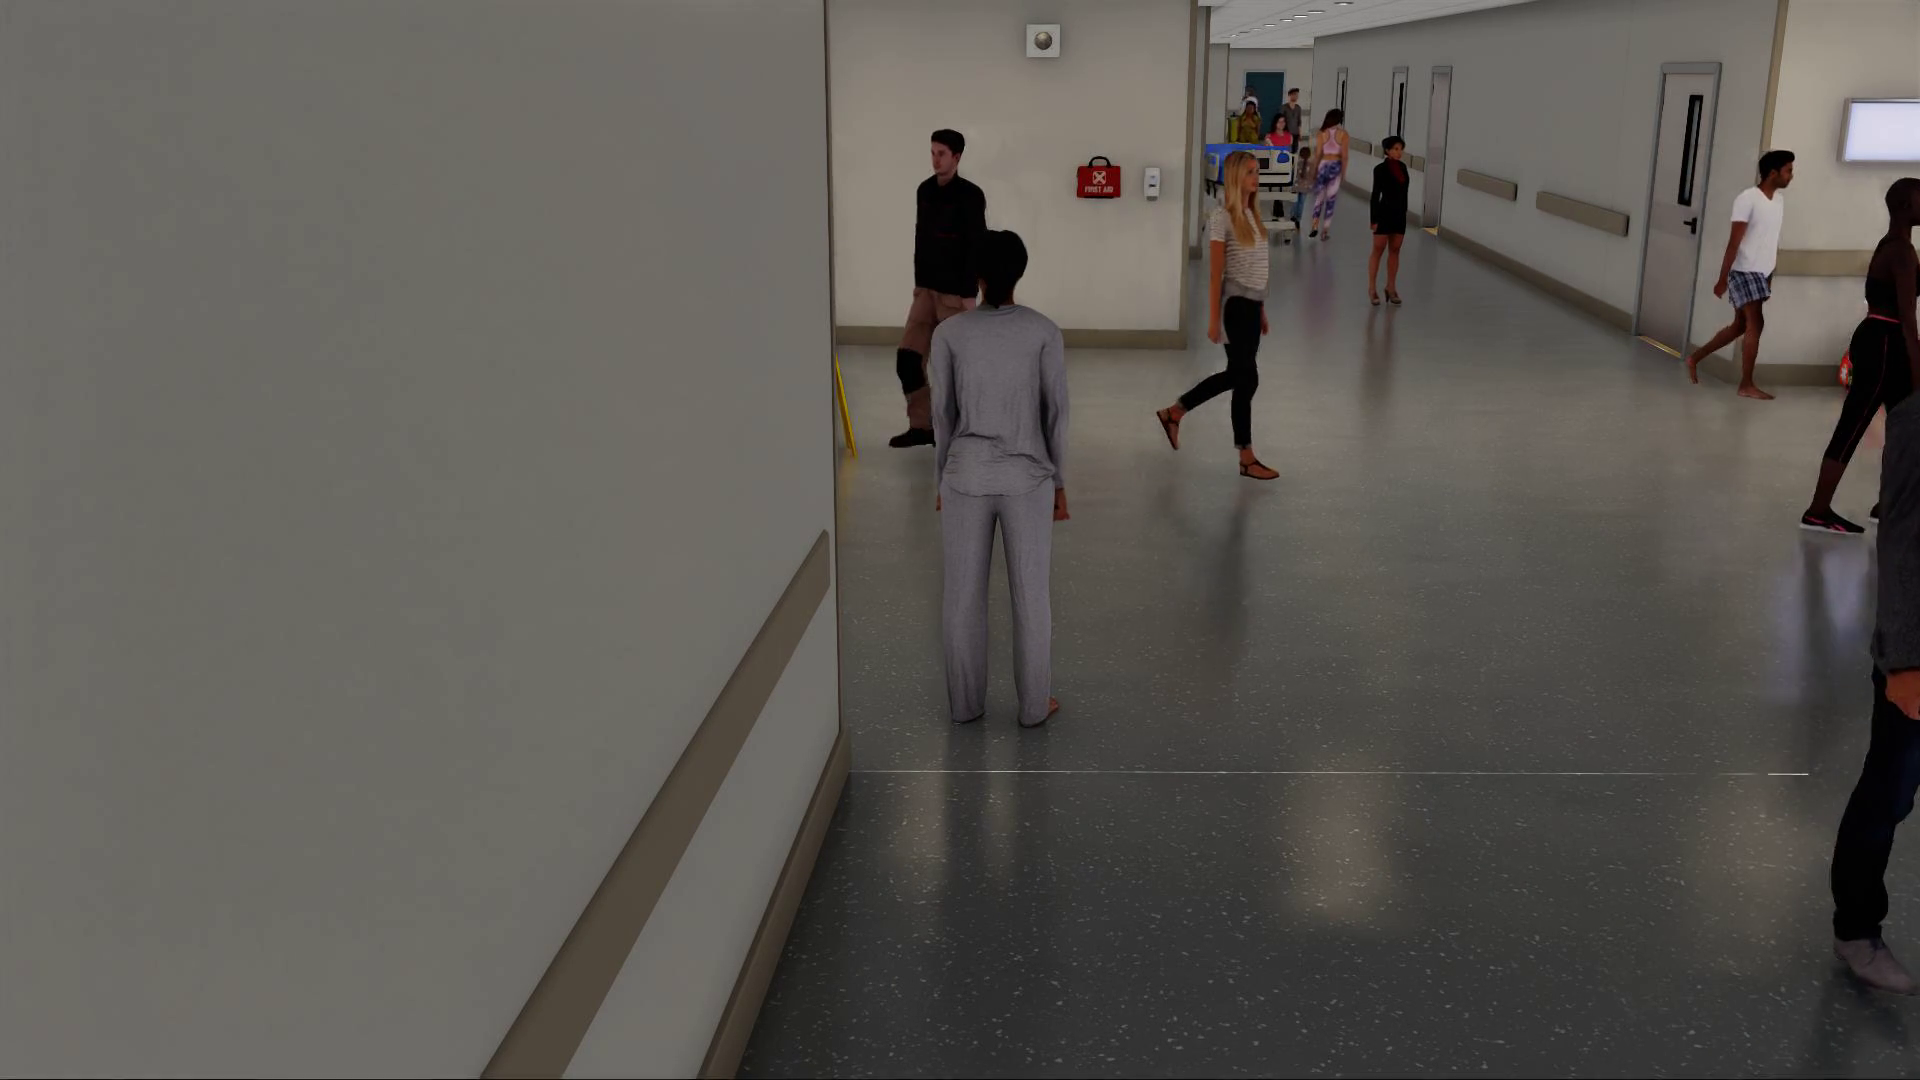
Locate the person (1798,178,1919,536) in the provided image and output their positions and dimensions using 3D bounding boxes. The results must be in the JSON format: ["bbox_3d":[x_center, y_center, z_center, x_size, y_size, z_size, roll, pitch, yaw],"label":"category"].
[{"bbox_3d":[4.383,-0.871,8.139,0.922,1.739,0.774,8,17,25],"label":"person"}]

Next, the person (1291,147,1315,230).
[{"bbox_3d":[4.959,-5.111,24.223,0.501,1.171,0.606,3,16,11],"label":"person"}]

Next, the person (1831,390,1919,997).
[{"bbox_3d":[2.337,0.251,3.972,0.969,1.841,0.876,-1,16,-5],"label":"person"}]

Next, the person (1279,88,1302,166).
[{"bbox_3d":[6.850,-8.420,34.617,0.713,1.901,0.867,-4,16,-13],"label":"person"}]

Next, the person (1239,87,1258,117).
[{"bbox_3d":[7.880,-11.288,44.974,1.104,1.802,1.112,-10,18,-31],"label":"person"}]

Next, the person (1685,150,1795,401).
[{"bbox_3d":[5.519,-1.871,11.788,1.102,1.685,1.121,-9,18,-29],"label":"person"}]

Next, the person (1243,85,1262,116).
[{"bbox_3d":[8.910,-12.942,50.856,1.085,1.751,0.760,1,16,4],"label":"person"}]

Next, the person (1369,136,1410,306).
[{"bbox_3d":[4.219,-3.142,16.382,0.665,1.637,0.741,-8,18,-26],"label":"person"}]

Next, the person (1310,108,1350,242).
[{"bbox_3d":[4.999,-4.937,22.533,0.648,1.753,0.749,5,17,17],"label":"person"}]

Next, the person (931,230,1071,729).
[{"bbox_3d":[0.133,-0.205,5.782,0.494,1.735,0.705,3,16,9],"label":"person"}]

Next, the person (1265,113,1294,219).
[{"bbox_3d":[4.645,-5.420,24.471,1.058,1.633,0.927,-5,17,-18],"label":"person"}]

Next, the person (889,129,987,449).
[{"bbox_3d":[-0.034,-1.485,9.998,0.911,1.913,0.969,12,20,36],"label":"person"}]

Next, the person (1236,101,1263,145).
[{"bbox_3d":[5.981,-8.280,34.635,1.067,1.621,0.877,2,16,7],"label":"person"}]

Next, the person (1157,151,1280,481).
[{"bbox_3d":[1.479,-1.263,9.404,1.137,1.807,0.941,11,19,34],"label":"person"}]
